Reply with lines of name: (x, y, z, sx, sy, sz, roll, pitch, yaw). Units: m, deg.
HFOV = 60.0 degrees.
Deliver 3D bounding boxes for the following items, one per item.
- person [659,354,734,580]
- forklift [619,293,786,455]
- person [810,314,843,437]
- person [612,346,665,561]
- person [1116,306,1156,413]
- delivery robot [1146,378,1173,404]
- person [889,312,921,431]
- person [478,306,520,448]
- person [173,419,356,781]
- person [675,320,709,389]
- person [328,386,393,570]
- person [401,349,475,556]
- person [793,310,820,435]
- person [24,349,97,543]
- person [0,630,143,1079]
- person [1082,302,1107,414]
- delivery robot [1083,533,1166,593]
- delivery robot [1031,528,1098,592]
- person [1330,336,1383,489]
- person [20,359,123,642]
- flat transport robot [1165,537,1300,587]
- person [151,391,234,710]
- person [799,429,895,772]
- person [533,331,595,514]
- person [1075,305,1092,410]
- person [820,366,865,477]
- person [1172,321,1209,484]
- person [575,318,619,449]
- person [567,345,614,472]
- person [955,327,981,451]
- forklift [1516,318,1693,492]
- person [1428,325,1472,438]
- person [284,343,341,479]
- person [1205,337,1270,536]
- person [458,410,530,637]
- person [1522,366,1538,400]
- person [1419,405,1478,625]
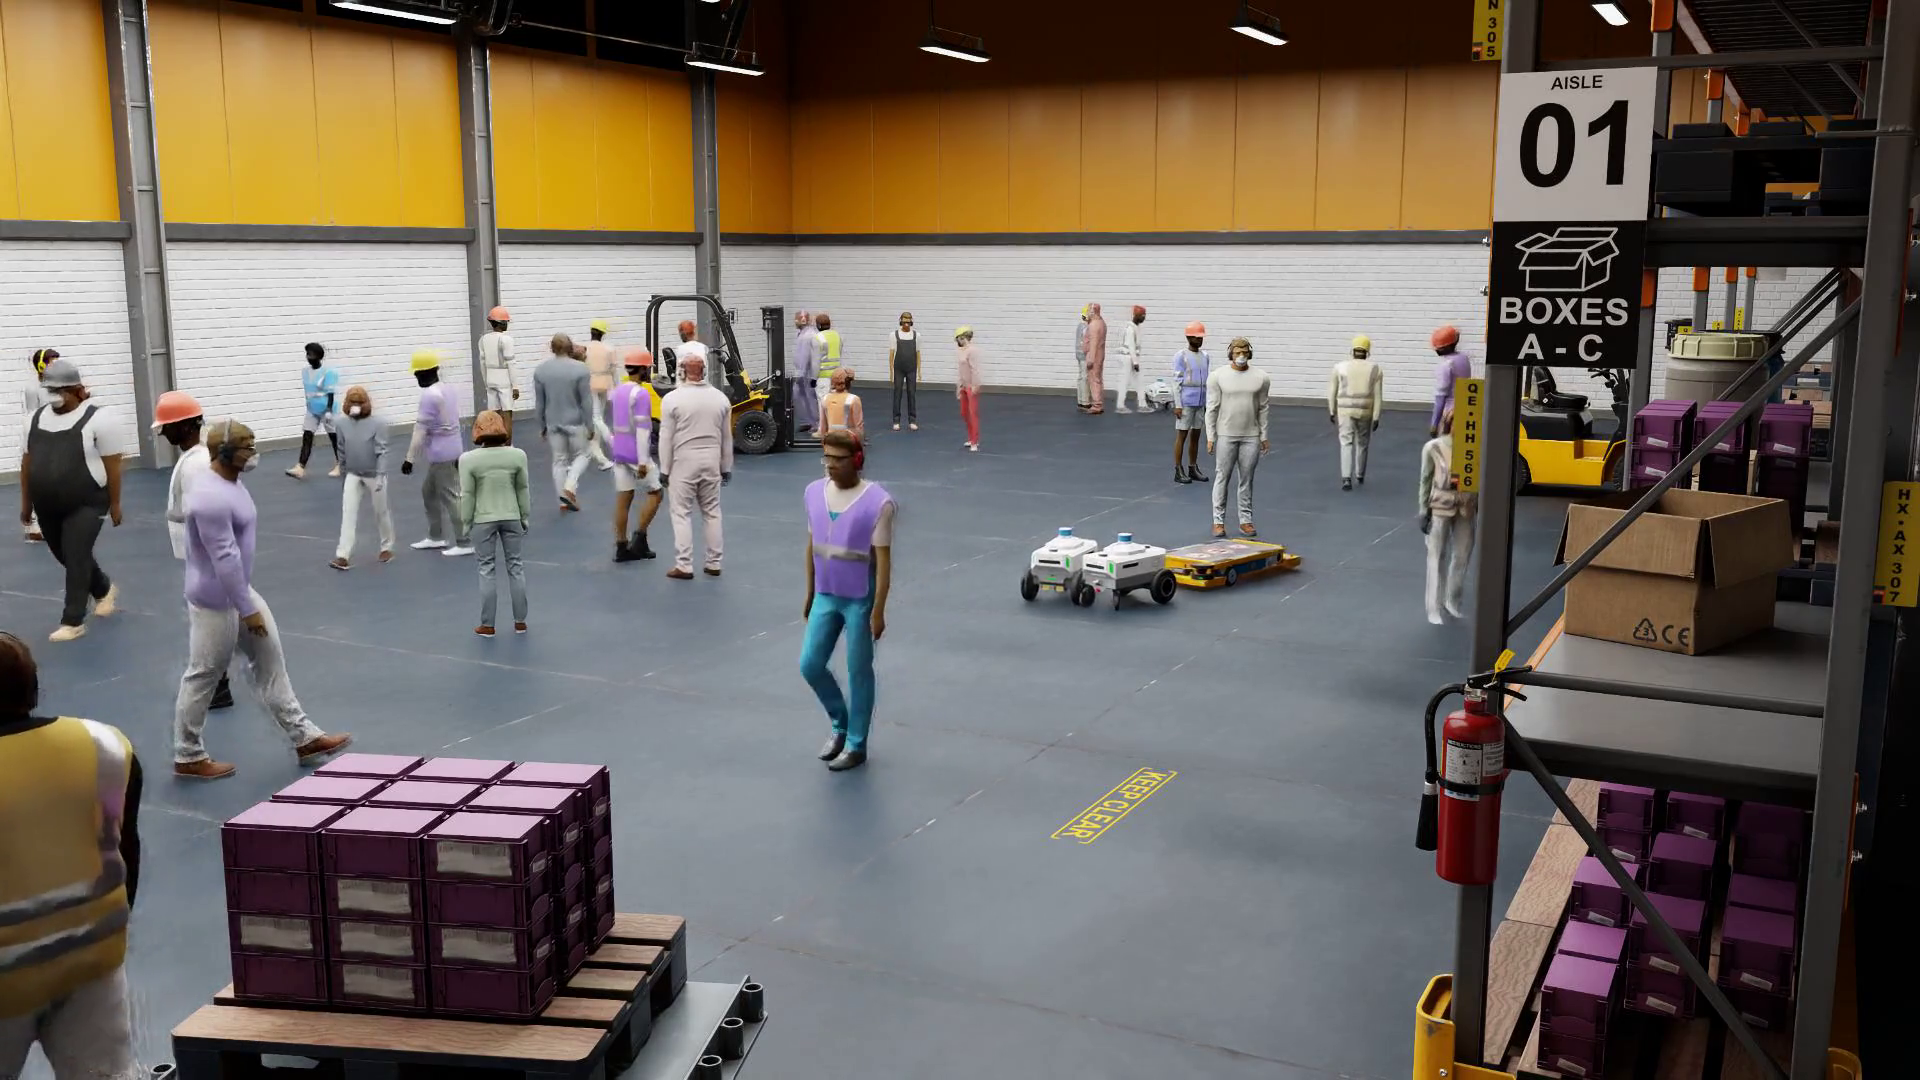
person: (-2.240, -0.621, 14.101, 0.658, 1.896, 0.396, -8, 12, -38)
forklift: (-3.588, -2.317, 23.042, 2.313, 2.155, 1.214, -1, 10, -5)
person: (-2.015, -2.445, 24.818, 0.430, 1.840, 0.620, 7, 12, 36)
person: (-2.896, -0.758, 14.809, 0.555, 1.918, 0.476, 9, 13, 43)
person: (3.015, -3.059, 28.347, 0.798, 1.844, 0.622, 5, 11, 26)
delivery robot: (3.485, -2.584, 29.058, 0.477, 0.478, 0.707, -1, 10, -6)
person: (-0.844, -2.613, 25.783, 0.506, 1.841, 0.346, -2, 10, -11)
person: (-6.063, -2.063, 22.006, 0.605, 2.045, 0.378, 6, 12, 32)
person: (-3.688, 0.320, 8.652, 0.973, 1.894, 0.635, -1, 10, -8)
person: (-3.528, -1.942, 21.786, 0.413, 1.870, 0.635, 6, 11, 30)
person: (-5.211, -0.534, 14.471, 0.506, 1.585, 0.837, 1, 10, 5)
person: (-4.768, -0.775, 14.986, 0.738, 1.891, 0.591, 0, 10, -2)
person: (-2.353, -2.519, 25.100, 0.624, 1.885, 0.661, -2, 10, -13)
person: (-8.509, -0.879, 15.725, 0.788, 1.839, 0.549, -1, 10, -6)
person: (-2.460, 1.112, 4.366, 0.984, 1.784, 0.649, 8, 12, 38)
person: (2.280, -3.103, 28.429, 0.403, 1.906, 0.651, 3, 10, 18)
delivery robot: (1.282, 0.191, 12.995, 0.707, 0.478, 0.477, -10, 14, -44)
delivery robot: (0.838, 0.145, 13.261, 0.477, 0.478, 0.707, 4, 11, 24)
person: (4.637, -1.496, 19.499, 0.590, 1.790, 0.921, 2, 10, 10)
person: (-6.437, -0.350, 12.101, 0.686, 2.000, 0.960, 1, 10, 7)
flat transport robot: (2.237, 0.176, 14.174, 0.652, 0.197, 1.431, 9, 13, 43)
person: (-4.612, 0.064, 10.020, 0.365, 1.932, 0.543, -4, 11, -23)
person: (-0.606, 0.318, 8.830, 0.605, 1.830, 0.450, 7, 12, 33)
person: (-4.132, -1.216, 17.432, 0.649, 1.929, 0.443, 2, 10, 12)
person: (2.235, -3.211, 29.260, 0.404, 1.835, 0.589, -2, 10, -9)
person: (-1.147, -0.876, 16.301, 0.512, 1.642, 0.312, 7, 12, 34)
person: (2.791, -1.648, 19.916, 0.542, 1.938, 0.357, -7, 12, -36)
person: (-4.872, -2.035, 22.372, 0.613, 1.883, 0.764, -5, 11, -25)
person: (-4.730, -1.646, 20.872, 0.848, 1.586, 0.538, 0, 10, 0)
person: (0.131, -2.106, 23.221, 0.321, 1.718, 0.638, -3, 10, -16)
forklift: (7.066, -1.601, 18.899, 2.313, 2.155, 1.214, 5, 11, 27)
person: (5.316, -1.326, 17.938, 0.395, 1.991, 0.760, 9, 13, 41)
person: (-7.805, -1.548, 20.122, 0.557, 1.649, 0.847, 4, 11, 23)
person: (2.694, -0.998, 16.144, 0.638, 1.938, 0.357, -1, 10, -6)
person: (-3.331, -0.118, 11.939, 0.497, 1.632, 0.289, -6, 11, -30)
person: (8.459, -2.290, 24.624, 0.829, 1.595, 0.508, 4, 11, 23)
person: (3.666, -0.192, 12.384, 0.518, 1.651, 0.336, -1, 10, -7)
